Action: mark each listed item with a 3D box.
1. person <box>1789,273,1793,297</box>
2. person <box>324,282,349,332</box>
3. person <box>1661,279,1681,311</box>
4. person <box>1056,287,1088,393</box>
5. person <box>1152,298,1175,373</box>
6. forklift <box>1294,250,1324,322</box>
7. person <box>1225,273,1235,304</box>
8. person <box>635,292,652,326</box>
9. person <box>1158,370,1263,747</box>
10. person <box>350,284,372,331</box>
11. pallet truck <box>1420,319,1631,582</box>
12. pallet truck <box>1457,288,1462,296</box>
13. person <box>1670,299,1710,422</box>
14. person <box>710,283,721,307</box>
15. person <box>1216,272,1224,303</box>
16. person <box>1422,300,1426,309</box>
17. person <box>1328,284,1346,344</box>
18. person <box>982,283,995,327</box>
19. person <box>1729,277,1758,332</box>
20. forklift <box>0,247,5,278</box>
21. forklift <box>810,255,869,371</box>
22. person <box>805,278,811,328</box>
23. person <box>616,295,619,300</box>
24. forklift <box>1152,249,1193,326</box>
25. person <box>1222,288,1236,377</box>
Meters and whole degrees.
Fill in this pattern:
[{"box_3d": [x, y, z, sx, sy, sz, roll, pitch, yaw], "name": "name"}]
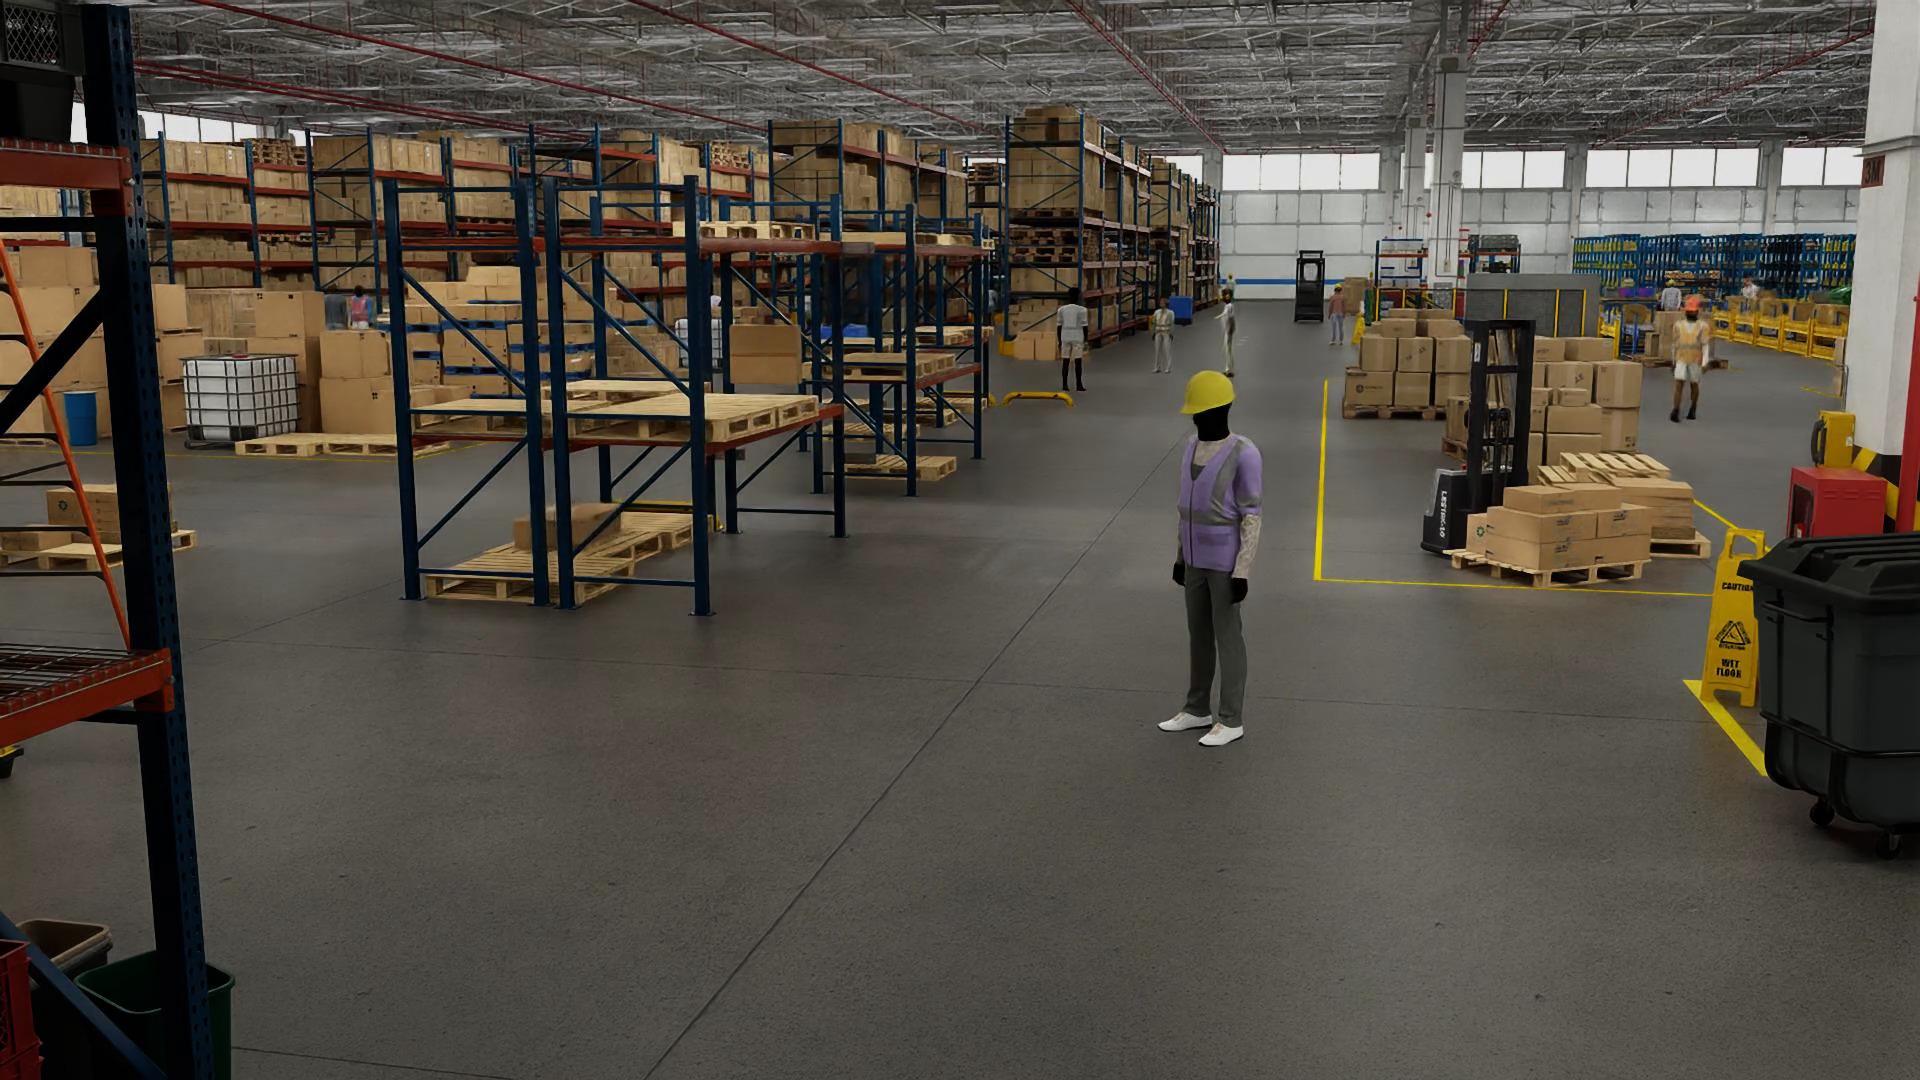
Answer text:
[{"box_3d": [39.851, -11.878, 79.643, 0.586, 1.833, 0.403, -4, 10, -21], "name": "person"}, {"box_3d": [-14.444, -4.969, 38.413, 0.632, 1.940, 0.372, -2, 10, -9], "name": "person"}, {"box_3d": [23.883, -7.858, 55.911, 0.620, 1.795, 0.837, 4, 10, 21], "name": "person"}, {"box_3d": [2.097, -3.716, 30.912, 0.614, 1.963, 0.362, 4, 10, 22], "name": "person"}, {"box_3d": [4.440, -4.464, 36.314, 0.520, 1.636, 0.312, 6, 11, 33], "name": "person"}, {"box_3d": [13.778, -10.002, 65.433, 1.129, 2.768, 1.873, 2, 10, 12], "name": "forklift"}, {"box_3d": [14.581, -13.537, 89.689, 0.540, 1.754, 0.463, 2, 10, 9], "name": "person"}, {"box_3d": [-7.993, -5.425, 41.924, 0.817, 1.649, 0.543, 1, 10, 3], "name": "person"}, {"box_3d": [1.283, 0.092, 8.506, 0.380, 1.919, 0.585, -5, 11, -29], "name": "person"}, {"box_3d": [-15.460, -5.685, 42.975, 0.640, 1.830, 0.609, 3, 10, 19], "name": "person"}, {"box_3d": [4.543, -0.757, 13.299, 0.823, 1.965, 1.885, -4, 10, -22], "name": "pallet truck"}, {"box_3d": [20.506, -9.785, 68.819, 0.653, 1.274, 1.630, 2, 10, 12], "name": "pallet truck"}, {"box_3d": [11.143, -2.739, 25.401, 0.561, 1.877, 1.046, 6, 11, 32], "name": "person"}, {"box_3d": [-6.044, -5.240, 40.146, 0.604, 1.906, 0.408, 0, 10, -1], "name": "person"}, {"box_3d": [14.774, -14.310, 94.365, 0.841, 1.712, 0.595, 7, 12, 37], "name": "person"}, {"box_3d": [15.802, -7.804, 56.136, 0.288, 1.627, 0.497, -6, 11, -32], "name": "person"}, {"box_3d": [10.965, -6.570, 48.405, 0.533, 1.767, 0.326, -2, 10, -13], "name": "person"}, {"box_3d": [0.941, -8.372, 59.418, 0.574, 1.641, 0.833, -5, 11, -28], "name": "person"}, {"box_3d": [26.746, -7.997, 56.566, 0.981, 1.854, 0.657, -3, 10, -17], "name": "person"}, {"box_3d": [-27.172, -6.827, 46.631, 1.129, 2.768, 1.873, 2, 10, 12], "name": "forklift"}, {"box_3d": [-2.429, -4.894, 35.184, 1.129, 2.768, 1.873, 2, 10, 12], "name": "forklift"}, {"box_3d": [-4.607, -6.921, 50.103, 0.567, 1.890, 0.958, 3, 10, 15], "name": "person"}, {"box_3d": [-8.476, -5.246, 40.966, 0.524, 1.631, 0.323, 1, 10, 7], "name": "person"}, {"box_3d": [7.646, -9.320, 61.395, 1.873, 2.768, 1.129, 2, 10, 11], "name": "forklift"}, {"box_3d": [5.618, -4.339, 34.892, 0.310, 1.868, 0.533, 0, 10, -2], "name": "person"}]
